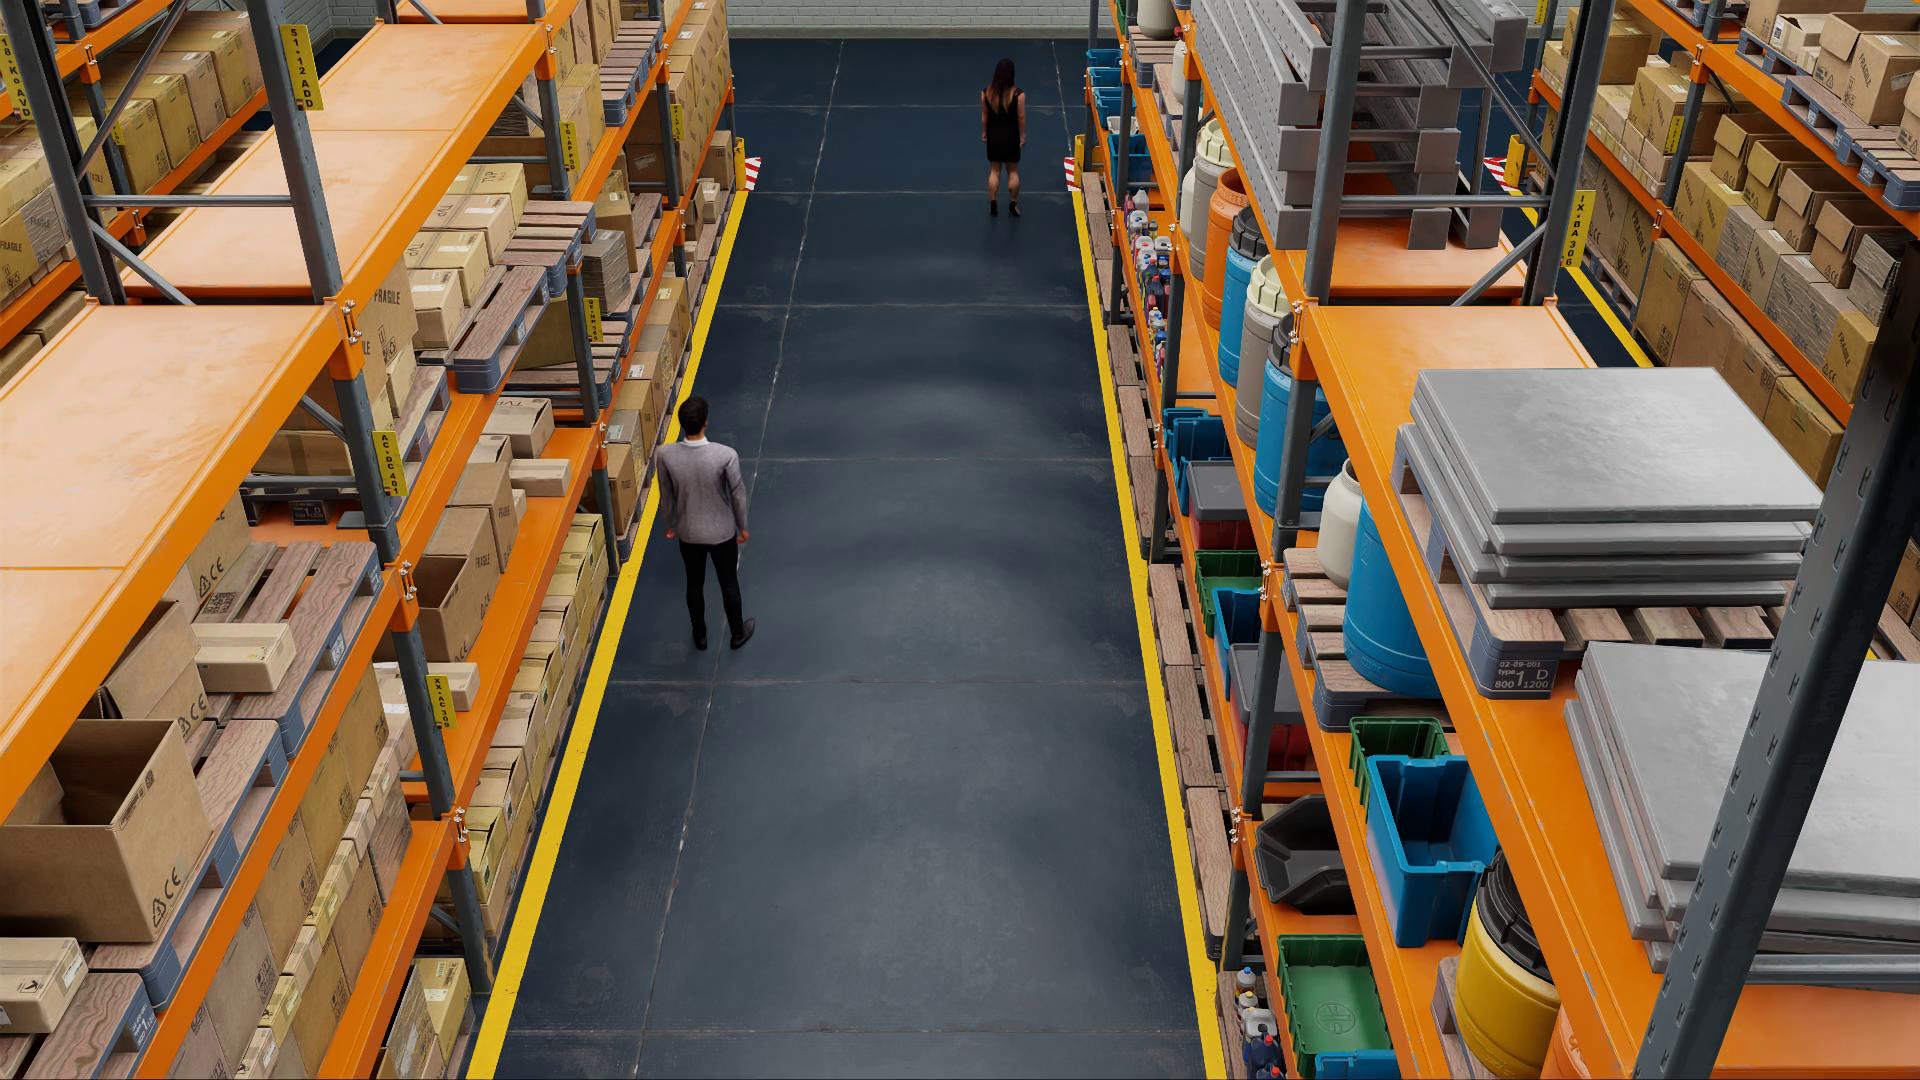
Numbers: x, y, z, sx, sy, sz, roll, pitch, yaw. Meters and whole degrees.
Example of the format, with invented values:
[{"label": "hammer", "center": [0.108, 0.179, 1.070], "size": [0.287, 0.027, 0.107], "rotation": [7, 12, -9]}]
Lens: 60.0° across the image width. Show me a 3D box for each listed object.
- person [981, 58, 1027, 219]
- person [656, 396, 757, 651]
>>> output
[{"label": "person", "center": [0.470, -4.295, 17.816], "size": [0.710, 1.717, 0.696], "rotation": [9, 34, 14]}, {"label": "person", "center": [-1.711, -0.090, 11.162], "size": [0.751, 1.923, 0.651], "rotation": [3, 33, 4]}]
